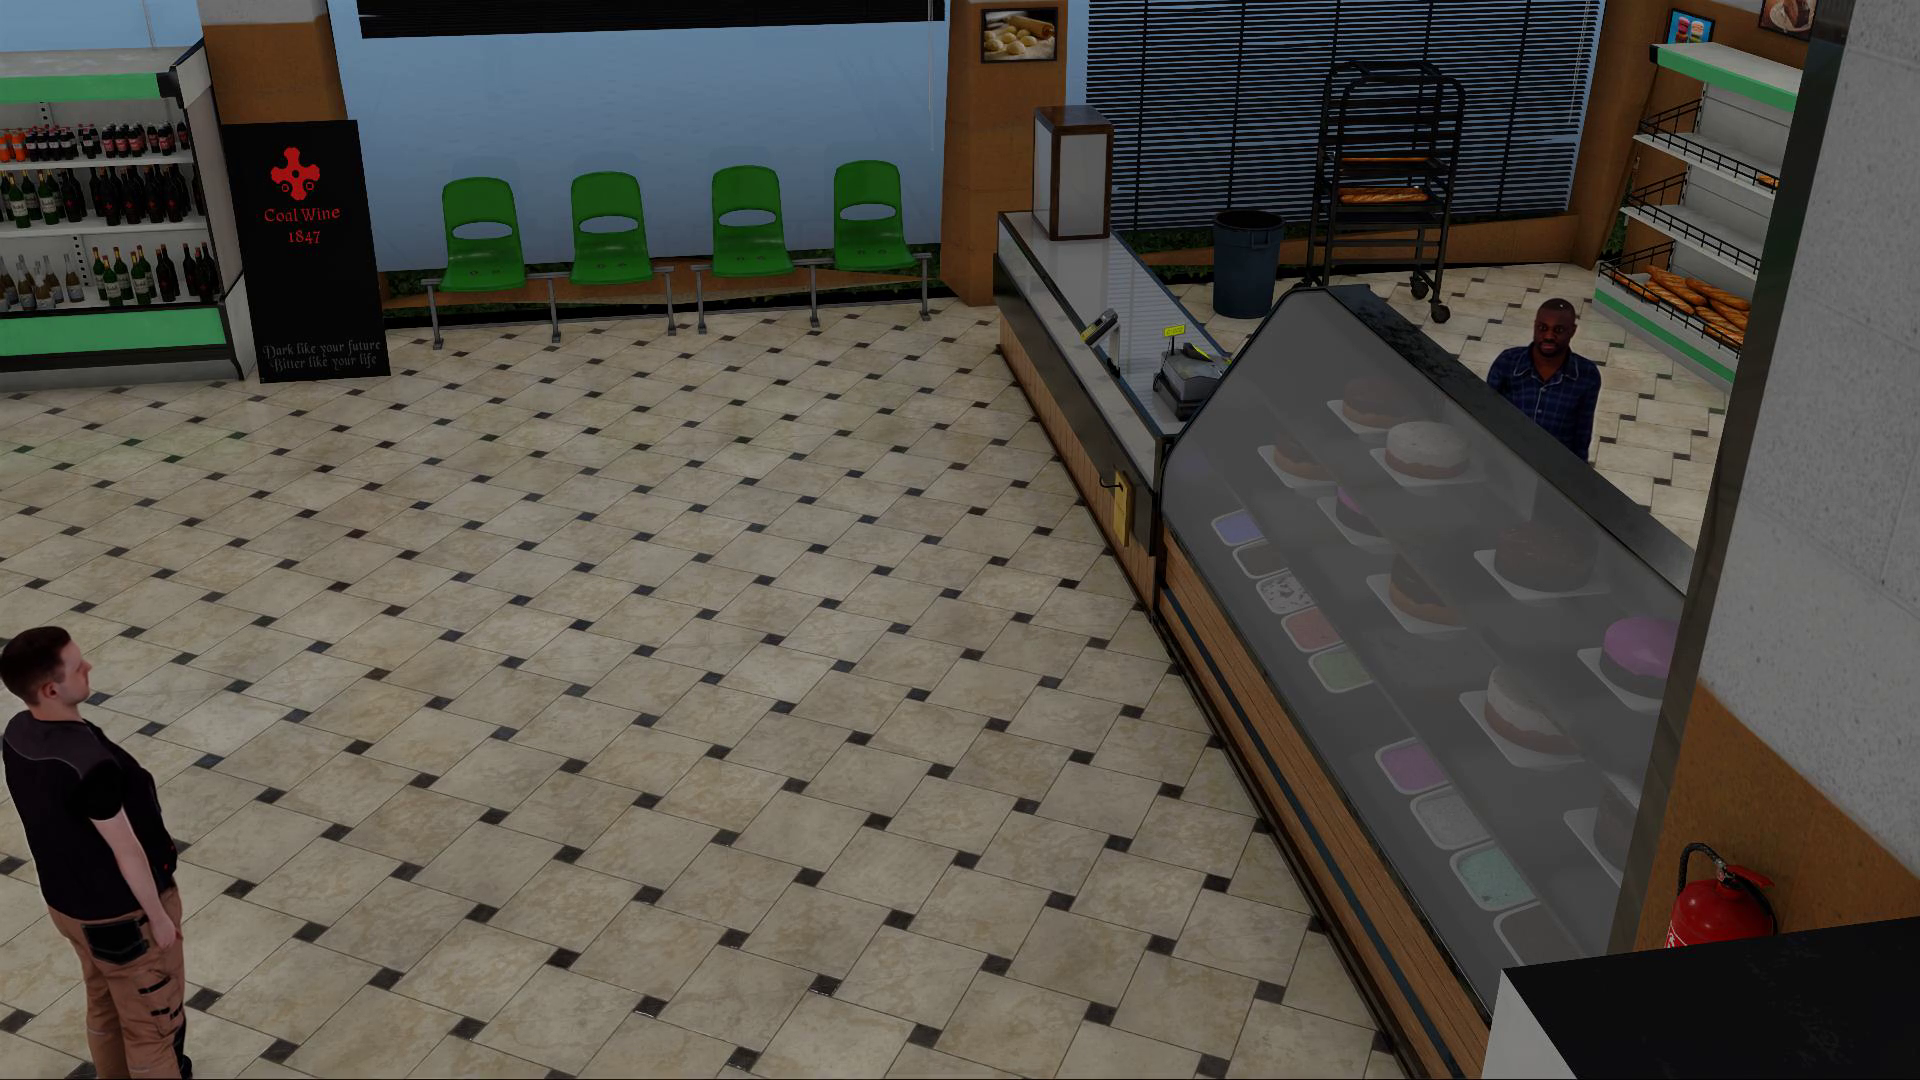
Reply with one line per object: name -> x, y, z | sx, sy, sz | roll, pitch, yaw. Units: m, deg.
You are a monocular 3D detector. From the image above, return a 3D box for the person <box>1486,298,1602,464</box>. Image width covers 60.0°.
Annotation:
person -> 2.580, -0.234, 7.588 | 0.727, 1.824, 0.831 | 10, 28, 18

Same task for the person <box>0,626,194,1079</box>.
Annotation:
person -> -2.571, 1.068, 5.002 | 0.769, 1.842, 0.823 | 18, 32, 32
